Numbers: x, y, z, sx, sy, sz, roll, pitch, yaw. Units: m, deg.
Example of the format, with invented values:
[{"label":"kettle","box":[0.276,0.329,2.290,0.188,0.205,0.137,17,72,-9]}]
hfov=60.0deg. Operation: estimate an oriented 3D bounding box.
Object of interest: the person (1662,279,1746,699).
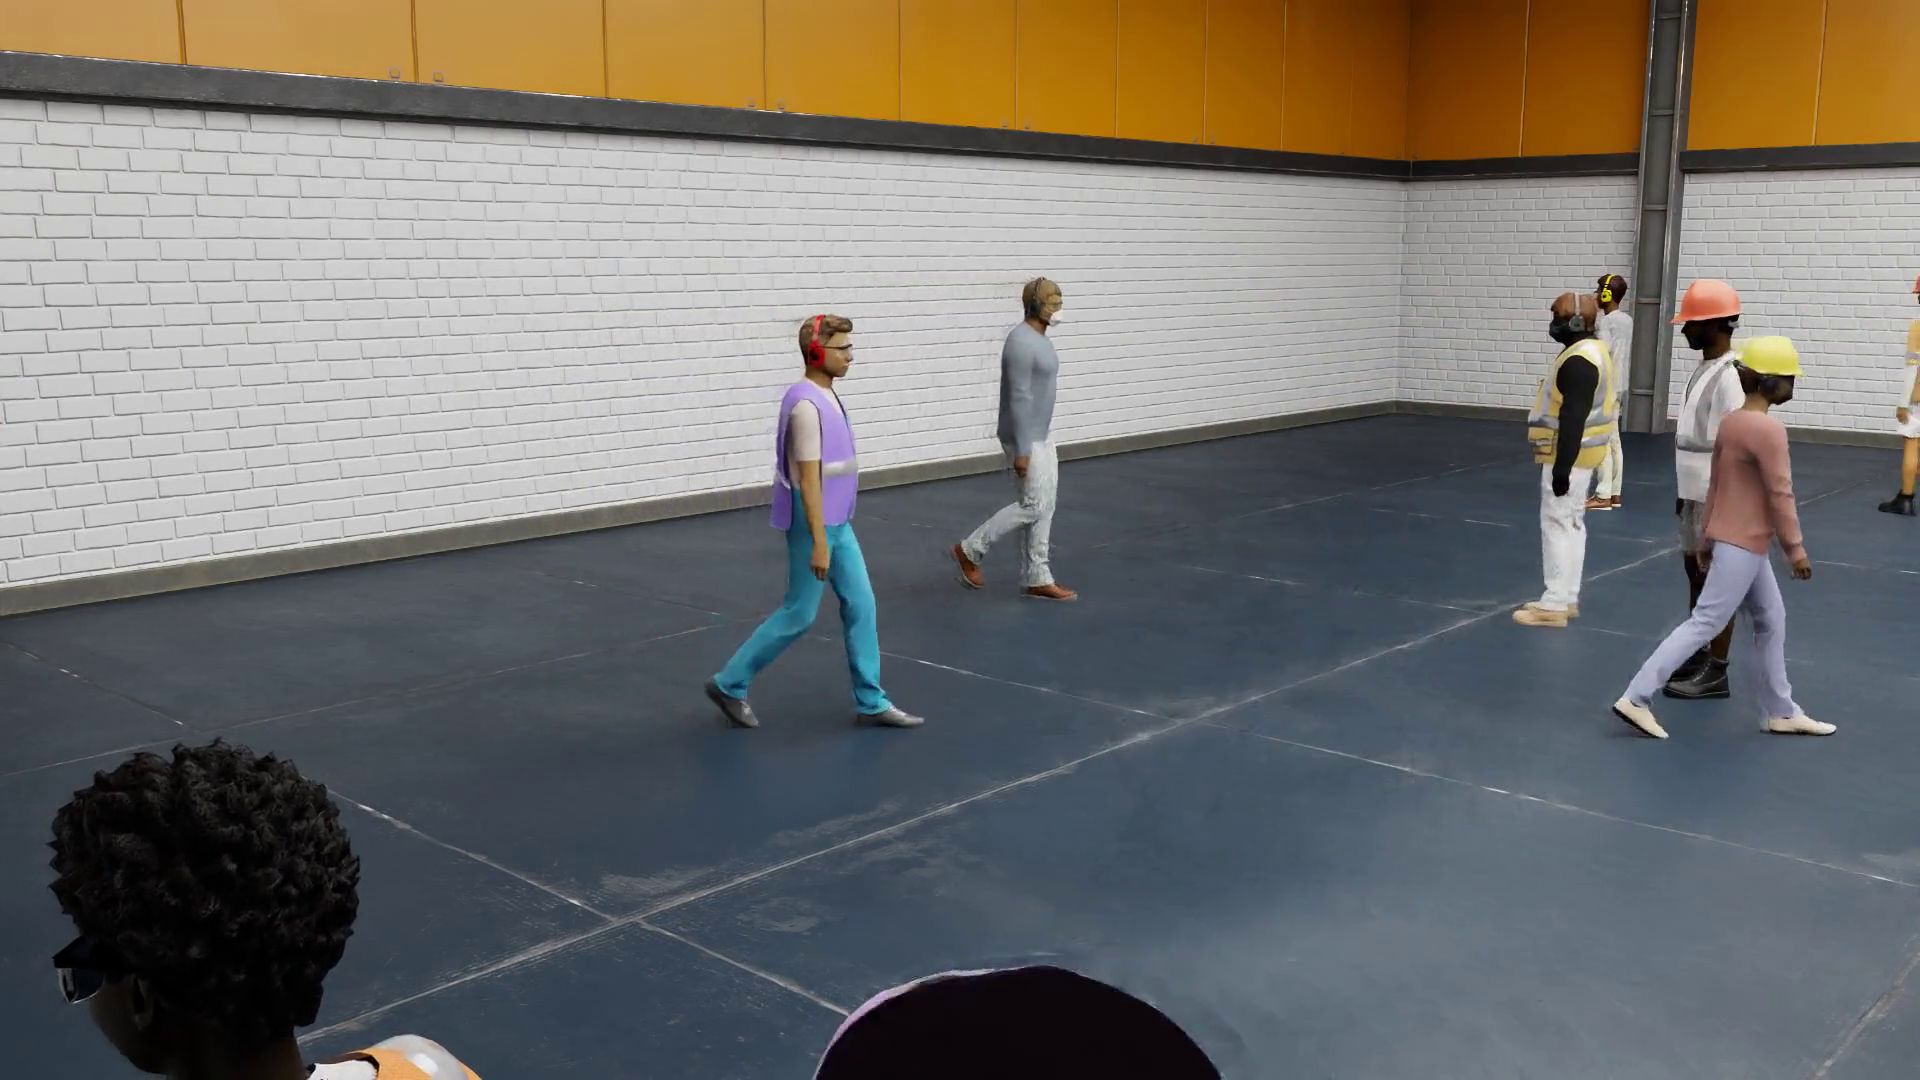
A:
[{"label":"person","box":[3.430,-0.226,7.680,0.376,1.932,0.543,1,10,8]}]

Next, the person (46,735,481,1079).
[{"label":"person","box":[-0.562,0.998,1.401,0.319,1.690,0.532,3,10,16]}]

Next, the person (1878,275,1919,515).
[{"label":"person","box":[7.487,-1.120,12.781,0.599,1.922,0.625,-3,10,-14]}]

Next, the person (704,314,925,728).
[{"label":"person","box":[-0.649,-0.060,7.098,0.902,1.810,0.579,1,10,7]}]

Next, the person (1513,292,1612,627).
[{"label":"person","box":[3.354,-0.445,9.195,0.429,1.840,0.637,5,11,25]}]

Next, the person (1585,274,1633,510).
[{"label":"person","box":[5.140,-1.173,13.251,0.313,1.869,0.538,9,13,42]}]

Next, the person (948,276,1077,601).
[{"label":"person","box":[0.326,-0.574,9.725,0.661,1.920,0.627,3,10,14]}]

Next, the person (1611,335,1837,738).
[{"label":"person","box":[3.244,-0.001,6.991,0.930,1.722,0.515,2,10,10]}]

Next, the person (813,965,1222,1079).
[{"label":"person","box":[0.083,0.931,0.884,0.567,2.007,0.641,-9,14,-42]}]
